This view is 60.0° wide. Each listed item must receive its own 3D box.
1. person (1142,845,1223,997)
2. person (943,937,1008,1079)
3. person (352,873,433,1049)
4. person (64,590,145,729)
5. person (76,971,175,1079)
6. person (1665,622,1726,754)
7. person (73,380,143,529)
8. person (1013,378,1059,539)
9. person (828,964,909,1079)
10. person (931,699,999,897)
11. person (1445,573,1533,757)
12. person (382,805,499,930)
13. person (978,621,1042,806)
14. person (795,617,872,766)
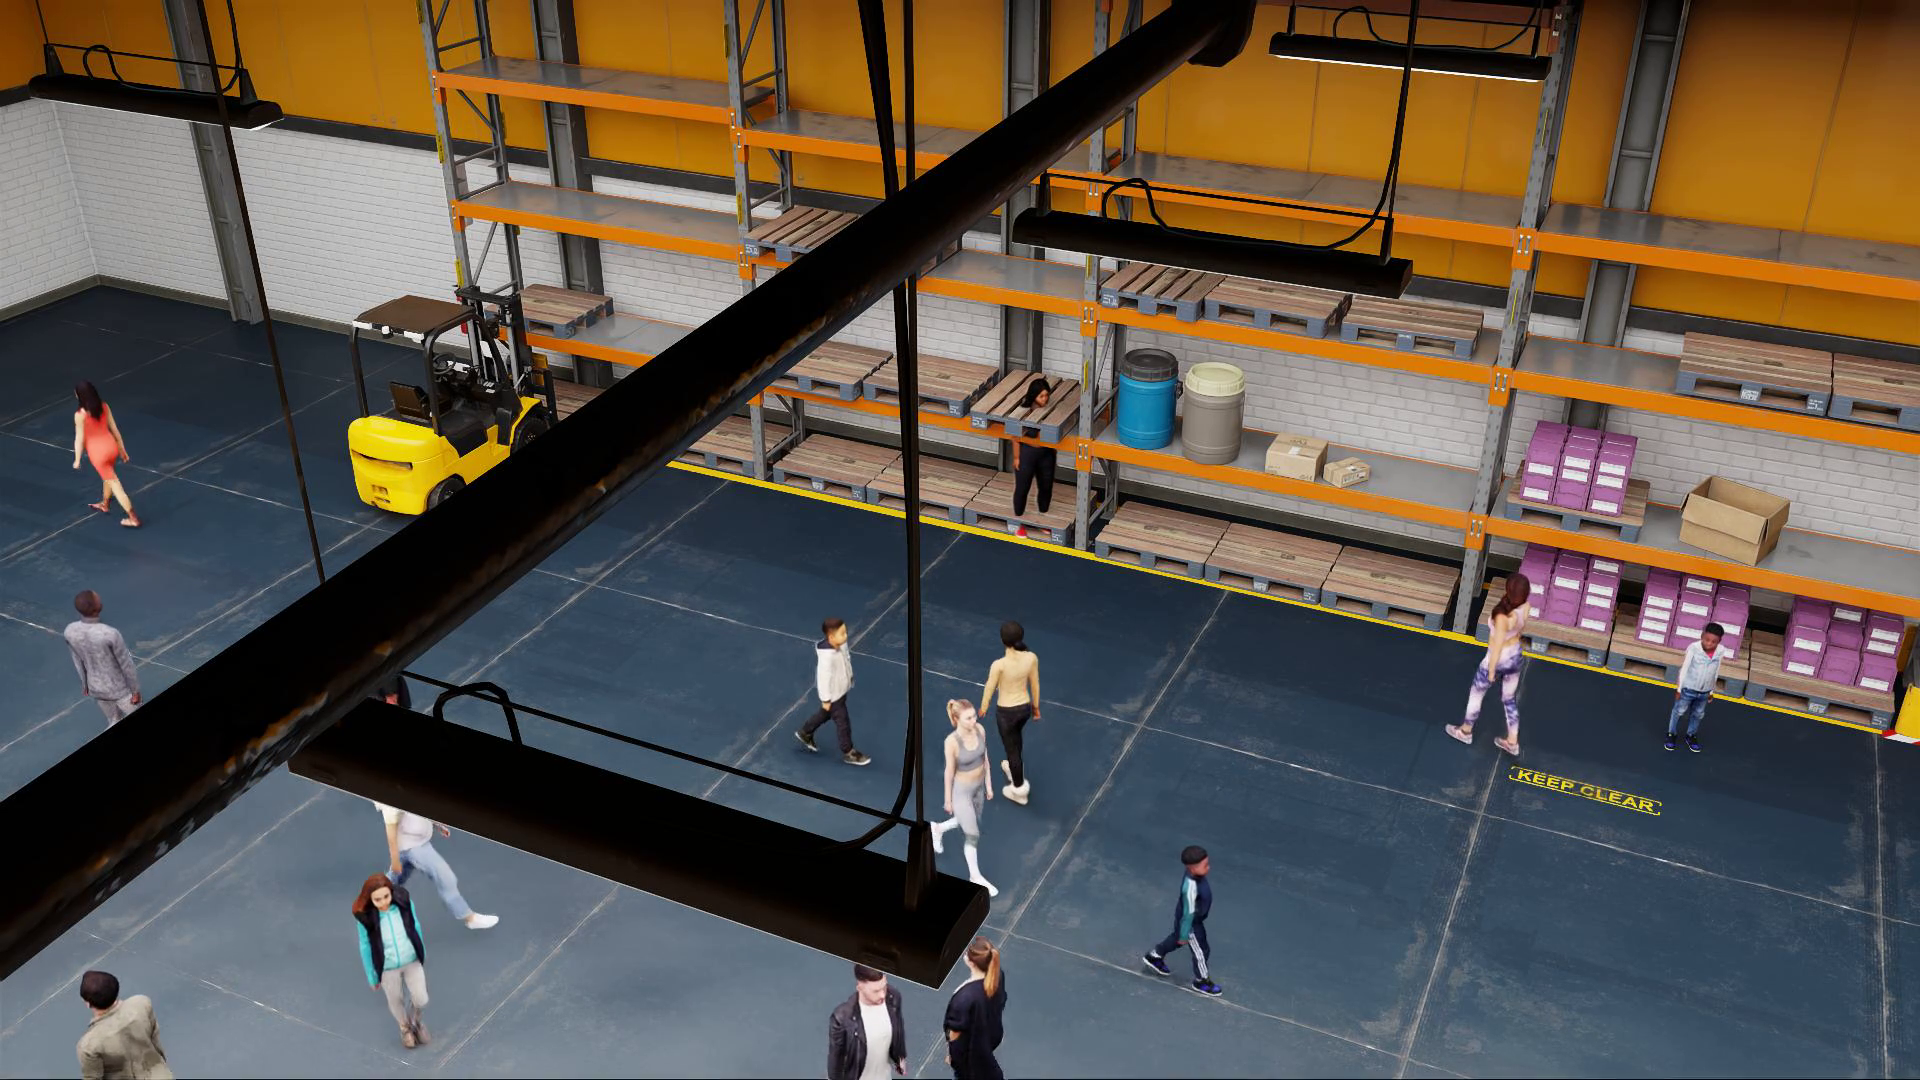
[{"bbox_3d":[1.590,2.668,11.867,0.852,1.242,0.592,8,30,14],"label":"person"},{"bbox_3d":[0.172,3.222,10.431,1.165,1.644,0.798,21,35,34],"label":"person"},{"bbox_3d":[-3.864,2.823,11.327,0.697,1.487,0.743,-19,34,-31],"label":"person"},{"bbox_3d":[-7.098,1.273,13.818,0.893,1.823,0.907,2,29,4],"label":"person"},{"bbox_3d":[-4.858,3.350,9.981,0.653,1.852,0.728,16,32,27],"label":"person"},{"bbox_3d":[6.404,1.250,14.448,0.498,1.260,0.593,4,29,8],"label":"person"},{"bbox_3d":[-9.155,-0.891,17.926,1.033,1.688,0.696,7,29,13],"label":"person"},{"bbox_3d":[0.806,-0.906,17.823,0.769,1.814,0.834,-9,30,-16],"label":"person"},{"bbox_3d":[-0.620,3.238,10.213,0.774,1.827,0.778,-21,35,-34],"label":"person"},{"bbox_3d":[0.001,1.908,12.797,1.079,1.685,0.751,24,37,37],"label":"person"},{"bbox_3d":[4.704,1.069,14.260,0.846,1.758,0.974,-18,33,-29],"label":"person"},{"bbox_3d":[-4.097,2.252,12.191,1.278,1.663,1.008,-1,29,-2],"label":"person"},{"bbox_3d":[0.491,1.450,13.682,0.857,1.642,0.945,-18,33,-30],"label":"person"},{"bbox_3d":[-1.140,1.268,14.228,0.992,1.439,0.728,5,29,9],"label":"person"}]
